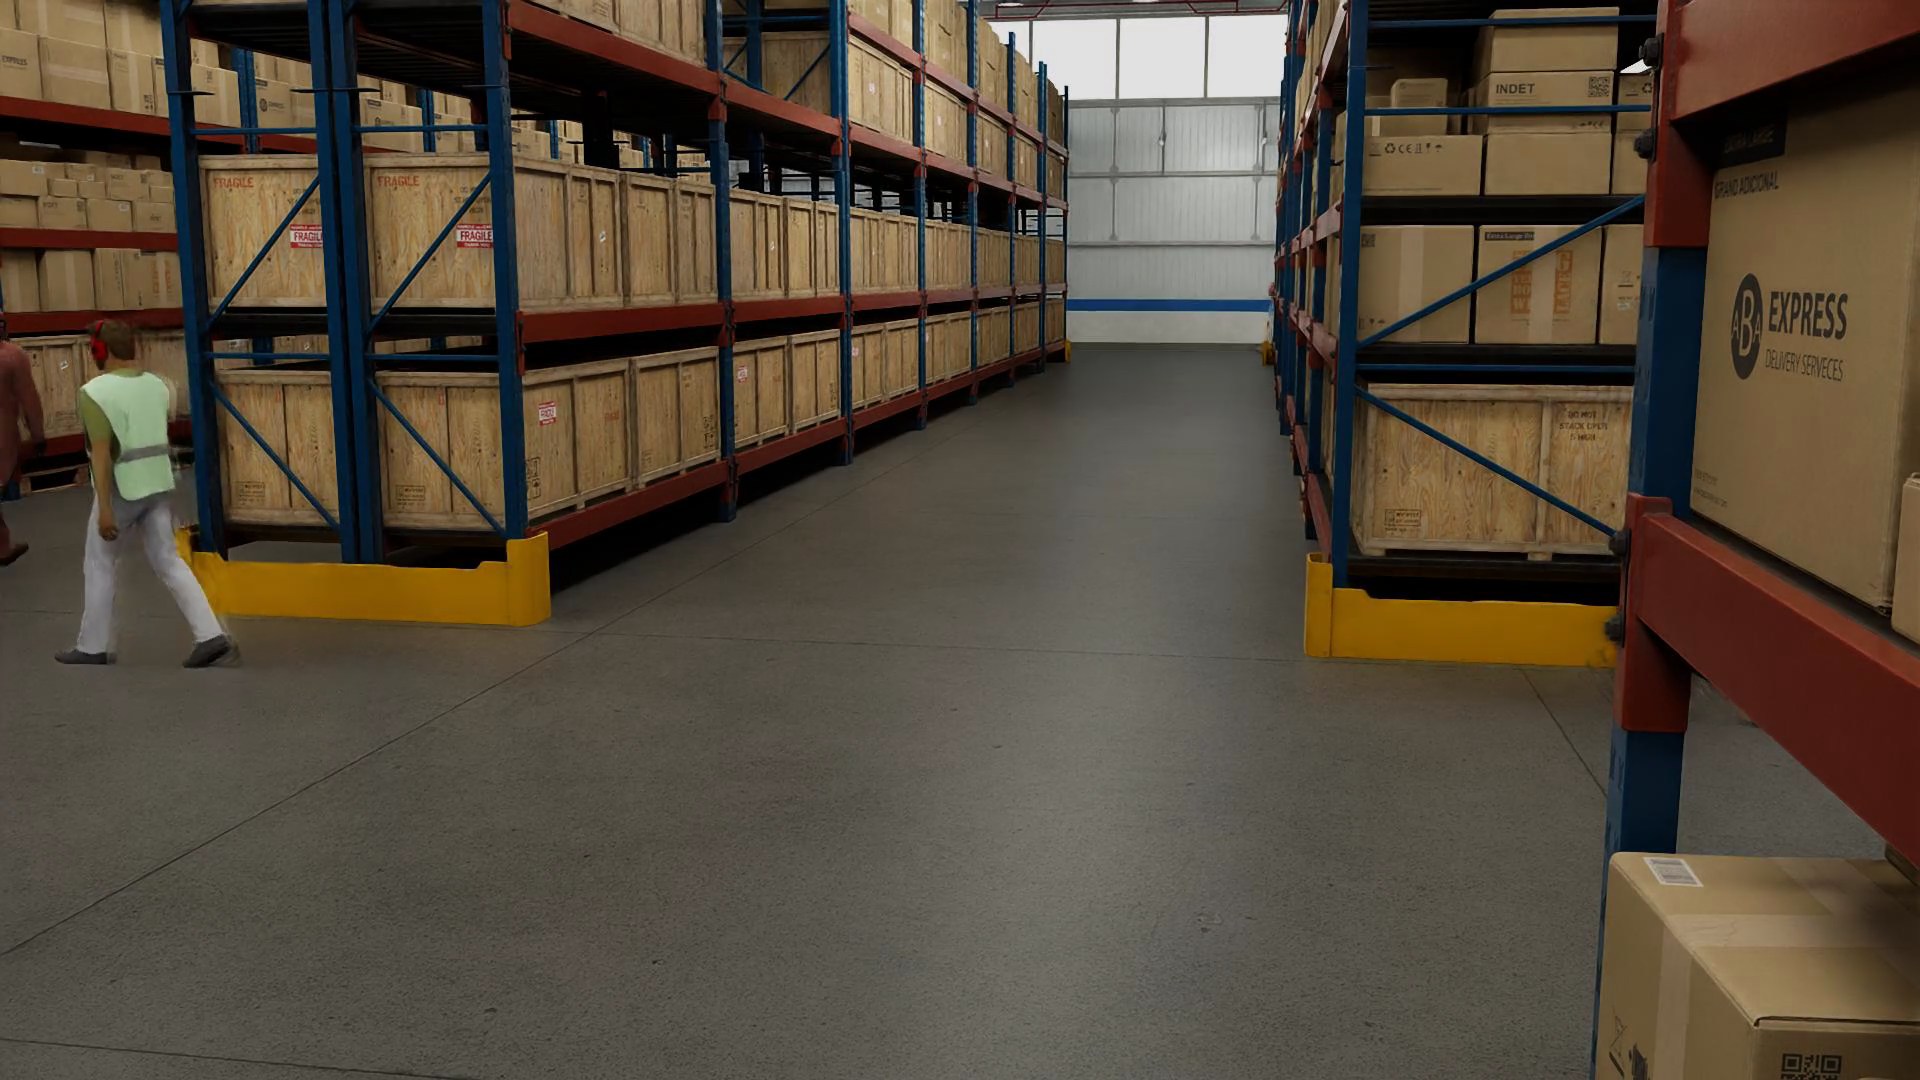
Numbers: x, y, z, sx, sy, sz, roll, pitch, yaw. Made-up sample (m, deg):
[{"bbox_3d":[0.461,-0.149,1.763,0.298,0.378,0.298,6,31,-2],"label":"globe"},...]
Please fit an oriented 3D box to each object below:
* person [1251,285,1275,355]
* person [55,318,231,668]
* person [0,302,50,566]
[{"bbox_3d":[7.601,-5.370,40.620,0.900,1.698,0.593,2,9,10],"label":"person"},{"bbox_3d":[-4.185,-0.227,8.471,0.953,1.803,0.582,3,10,15],"label":"person"},{"bbox_3d":[-6.439,-0.681,11.085,0.658,1.849,1.002,0,9,0],"label":"person"}]
